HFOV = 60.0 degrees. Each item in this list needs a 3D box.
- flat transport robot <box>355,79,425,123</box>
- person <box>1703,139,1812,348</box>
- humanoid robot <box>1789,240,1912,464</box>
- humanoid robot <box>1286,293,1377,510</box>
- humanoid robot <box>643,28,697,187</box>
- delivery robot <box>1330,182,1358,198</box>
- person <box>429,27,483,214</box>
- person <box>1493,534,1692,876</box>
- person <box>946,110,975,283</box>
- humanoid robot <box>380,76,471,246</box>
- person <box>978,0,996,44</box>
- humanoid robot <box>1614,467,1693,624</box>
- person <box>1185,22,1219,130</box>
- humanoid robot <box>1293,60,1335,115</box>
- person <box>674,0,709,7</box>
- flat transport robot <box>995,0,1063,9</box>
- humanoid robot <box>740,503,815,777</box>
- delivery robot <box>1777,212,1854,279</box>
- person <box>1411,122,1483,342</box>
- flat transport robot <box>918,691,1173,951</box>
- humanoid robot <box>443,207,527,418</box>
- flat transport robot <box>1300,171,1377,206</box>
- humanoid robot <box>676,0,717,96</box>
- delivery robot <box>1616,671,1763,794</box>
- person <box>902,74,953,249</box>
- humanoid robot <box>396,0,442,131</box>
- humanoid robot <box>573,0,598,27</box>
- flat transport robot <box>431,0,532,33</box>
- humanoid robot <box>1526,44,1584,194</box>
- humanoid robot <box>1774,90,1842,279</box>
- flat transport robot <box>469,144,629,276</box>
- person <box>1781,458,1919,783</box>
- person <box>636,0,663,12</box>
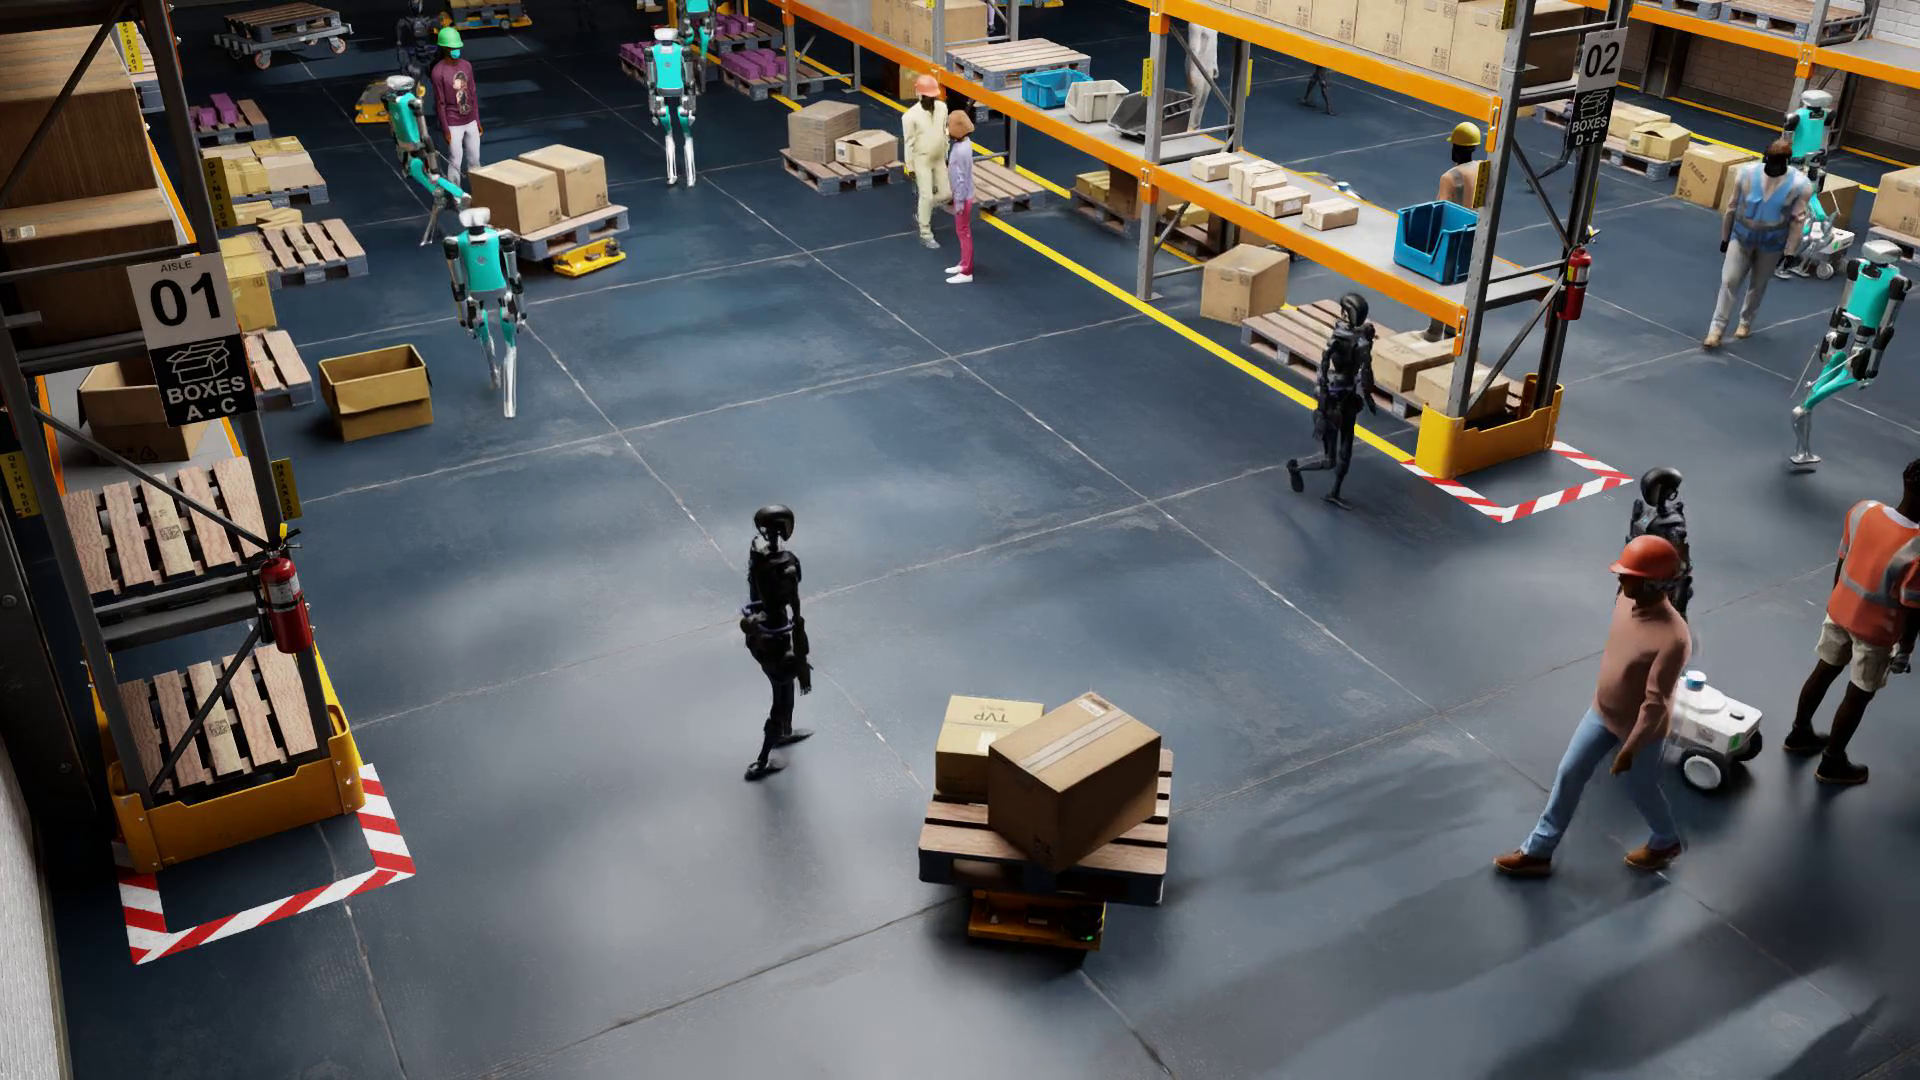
[{"bbox_3d":[-7.226,-5.567,21.101,0.659,0.231,1.431,-4,30,-7],"label":"flat transport robot"},{"bbox_3d":[6.815,-2.508,14.227,0.645,1.800,0.905,17,34,26],"label":"person"},{"bbox_3d":[6.351,-1.274,12.202,0.753,1.835,0.544,-8,31,-13],"label":"humanoid robot"},{"bbox_3d":[2.652,-1.006,11.751,0.598,1.645,0.463,-23,37,-35],"label":"humanoid robot"},{"bbox_3d":[-3.112,-4.756,18.140,0.531,1.725,0.682,-1,30,-2],"label":"humanoid robot"},{"bbox_3d":[3.863,-3.343,16.961,0.499,0.613,0.817,-10,31,-17],"label":"delivery robot"},{"bbox_3d":[-5.217,-4.363,17.333,0.434,1.943,0.481,21,36,32],"label":"person"},{"bbox_3d":[3.302,0.866,8.227,0.997,1.936,0.615,-7,31,-12],"label":"person"},{"bbox_3d":[0.006,-3.235,15.680,0.277,1.628,0.502,-1,30,-2],"label":"person"},{"bbox_3d":[-5.214,-3.765,16.534,0.530,1.803,0.798,18,35,29],"label":"humanoid robot"},{"bbox_3d":[0.178,-6.746,21.510,0.642,1.909,0.414,16,34,26],"label":"person"},{"bbox_3d":[3.956,0.327,9.433,0.443,1.631,0.616,-6,30,-10],"label":"humanoid robot"},{"bbox_3d":[2.815,-5.497,19.359,0.389,1.889,0.570,19,35,30],"label":"person"},{"bbox_3d":[4.453,-6.173,20.769,0.722,1.634,0.588,22,37,34],"label":"humanoid robot"},{"bbox_3d":[-4.261,-9.057,25.738,0.613,1.698,0.633,0,30,0],"label":"person"},{"bbox_3d":[0.888,-8.606,26.391,1.431,0.231,0.659,-2,30,-4],"label":"flat transport robot"},{"bbox_3d":[-0.993,0.538,9.081,0.545,1.642,0.610,-18,34,-28],"label":"humanoid robot"},{"bbox_3d":[8.242,-2.895,16.175,0.499,0.607,0.808,-20,36,-31],"label":"delivery robot"},{"bbox_3d":[4.247,-2.640,14.342,0.585,1.927,0.360,-22,37,-33],"label":"person"},{"bbox_3d":[0.473,1.562,8.691,0.659,0.231,1.431,5,30,8],"label":"flat transport robot"},{"bbox_3d":[-3.720,-1.857,13.212,0.550,1.817,0.912,-7,31,-13],"label":"humanoid robot"},{"bbox_3d":[3.821,-3.647,17.758,0.659,0.231,1.431,-9,31,-15],"label":"flat transport robot"},{"bbox_3d":[-3.420,-6.511,21.378,0.543,1.904,0.728,-14,33,-22],"label":"humanoid robot"},{"bbox_3d":[4.085,1.007,9.361,0.781,0.587,0.499,26,39,38],"label":"delivery robot"},{"bbox_3d":[-0.303,-3.758,16.476,0.579,1.730,0.407,-25,38,-37],"label":"person"},{"bbox_3d":[-6.453,-5.741,19.998,0.616,1.645,0.473,-9,31,-15],"label":"humanoid robot"},{"bbox_3d":[-5.686,-8.499,24.800,0.616,1.634,0.580,-10,31,-17],"label":"humanoid robot"},{"bbox_3d":[-7.239,-7.855,25.083,1.431,0.231,0.659,-12,32,-19],"label":"flat transport robot"},{"bbox_3d":[6.583,-4.519,17.898,0.728,1.639,0.586,9,31,15],"label":"humanoid robot"},{"bbox_3d":[8.003,-3.288,15.607,0.532,1.735,0.733,-10,31,-17],"label":"humanoid robot"},{"bbox_3d":[-4.051,-2.930,16.511,1.431,0.231,0.659,22,36,33],"label":"flat transport robot"},{"bbox_3d":[4.921,0.432,8.973,0.394,1.956,0.607,-8,31,-13],"label":"person"},{"bbox_3d":[-4.916,-9.151,25.759,0.429,1.847,0.625,-19,35,-30],"label":"person"}]
